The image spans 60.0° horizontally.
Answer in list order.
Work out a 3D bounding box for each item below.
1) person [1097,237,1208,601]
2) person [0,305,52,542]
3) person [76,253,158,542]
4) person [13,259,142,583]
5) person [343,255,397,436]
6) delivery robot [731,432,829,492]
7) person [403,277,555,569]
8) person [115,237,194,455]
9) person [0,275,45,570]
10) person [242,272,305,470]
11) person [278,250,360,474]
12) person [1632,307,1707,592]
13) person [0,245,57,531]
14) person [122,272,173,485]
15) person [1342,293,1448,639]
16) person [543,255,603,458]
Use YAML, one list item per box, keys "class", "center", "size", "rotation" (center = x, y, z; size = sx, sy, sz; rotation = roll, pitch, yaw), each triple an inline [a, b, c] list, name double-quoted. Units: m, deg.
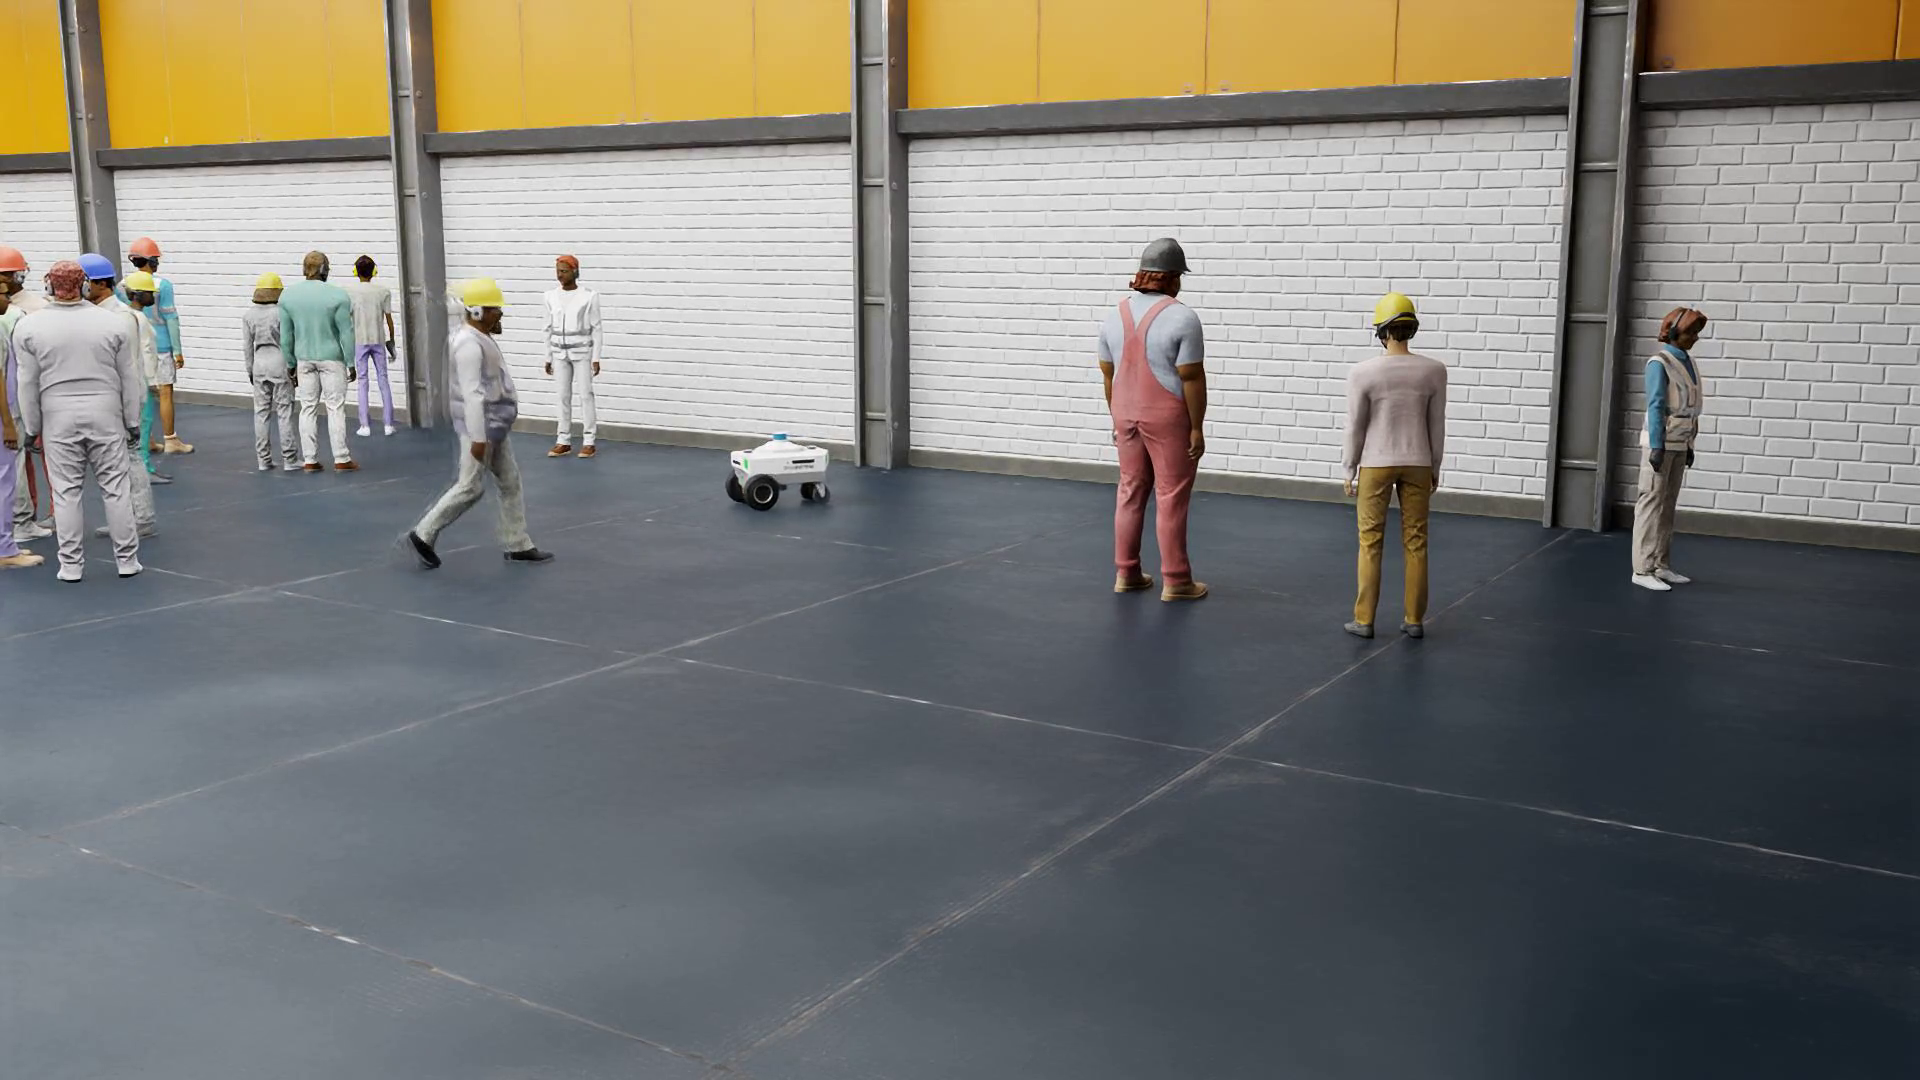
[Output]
- class: "person"
  center: [1.149, -0.685, 9.429]
  size: [0.539, 2.000, 0.689]
  rotation: [-10, 14, -44]
- class: "person"
  center: [-6.472, -0.931, 11.127]
  size: [0.598, 1.917, 0.378]
  rotation: [0, 10, -2]
- class: "person"
  center: [-5.714, -0.952, 11.219]
  size: [0.618, 1.933, 0.420]
  rotation: [9, 14, 42]
- class: "person"
  center: [-5.216, -0.700, 9.880]
  size: [0.639, 1.910, 0.406]
  rotation: [-6, 12, -29]
- class: "person"
  center: [-6.127, -2.012, 17.258]
  size: [0.532, 1.869, 0.311]
  rotation: [-5, 11, -26]
- class: "delivery robot"
  center: [-1.372, -0.583, 12.719]
  size: [0.707, 0.478, 0.477]
  rotation: [-5, 11, -26]
- class: "person"
  center: [-3.003, -0.706, 10.225]
  size: [0.843, 1.806, 0.603]
  rotation: [-1, 10, -7]
- class: "person"
  center: [-7.592, -1.814, 15.665]
  size: [0.608, 2.048, 0.364]
  rotation: [2, 10, 13]
- class: "person"
  center: [-5.960, -0.733, 10.253]
  size: [0.339, 1.838, 0.515]
  rotation: [-10, 14, -43]
- class: "person"
  center: [-6.057, -1.486, 14.696]
  size: [0.492, 1.740, 0.325]
  rotation: [2, 10, 9]
- class: "person"
  center: [-5.544, -1.533, 14.423]
  size: [0.636, 1.931, 0.355]
  rotation: [0, 10, 2]
- class: "person"
  center: [4.131, -0.533, 9.698]
  size: [0.310, 1.640, 0.514]
  rotation: [10, 14, 43]
- class: "person"
  center: [-6.510, -1.038, 11.540]
  size: [0.617, 1.986, 0.407]
  rotation: [3, 11, 17]
- class: "person"
  center: [-6.765, -1.338, 13.824]
  size: [0.332, 1.764, 0.532]
  rotation: [-5, 12, -28]
- class: "person"
  center: [2.192, -0.366, 8.451]
  size: [0.524, 1.761, 0.339]
  rotation: [-1, 10, -3]
- class: "person"
  center: [-3.610, -1.702, 15.502]
  size: [0.576, 1.881, 0.354]
  rotation: [3, 11, 15]
